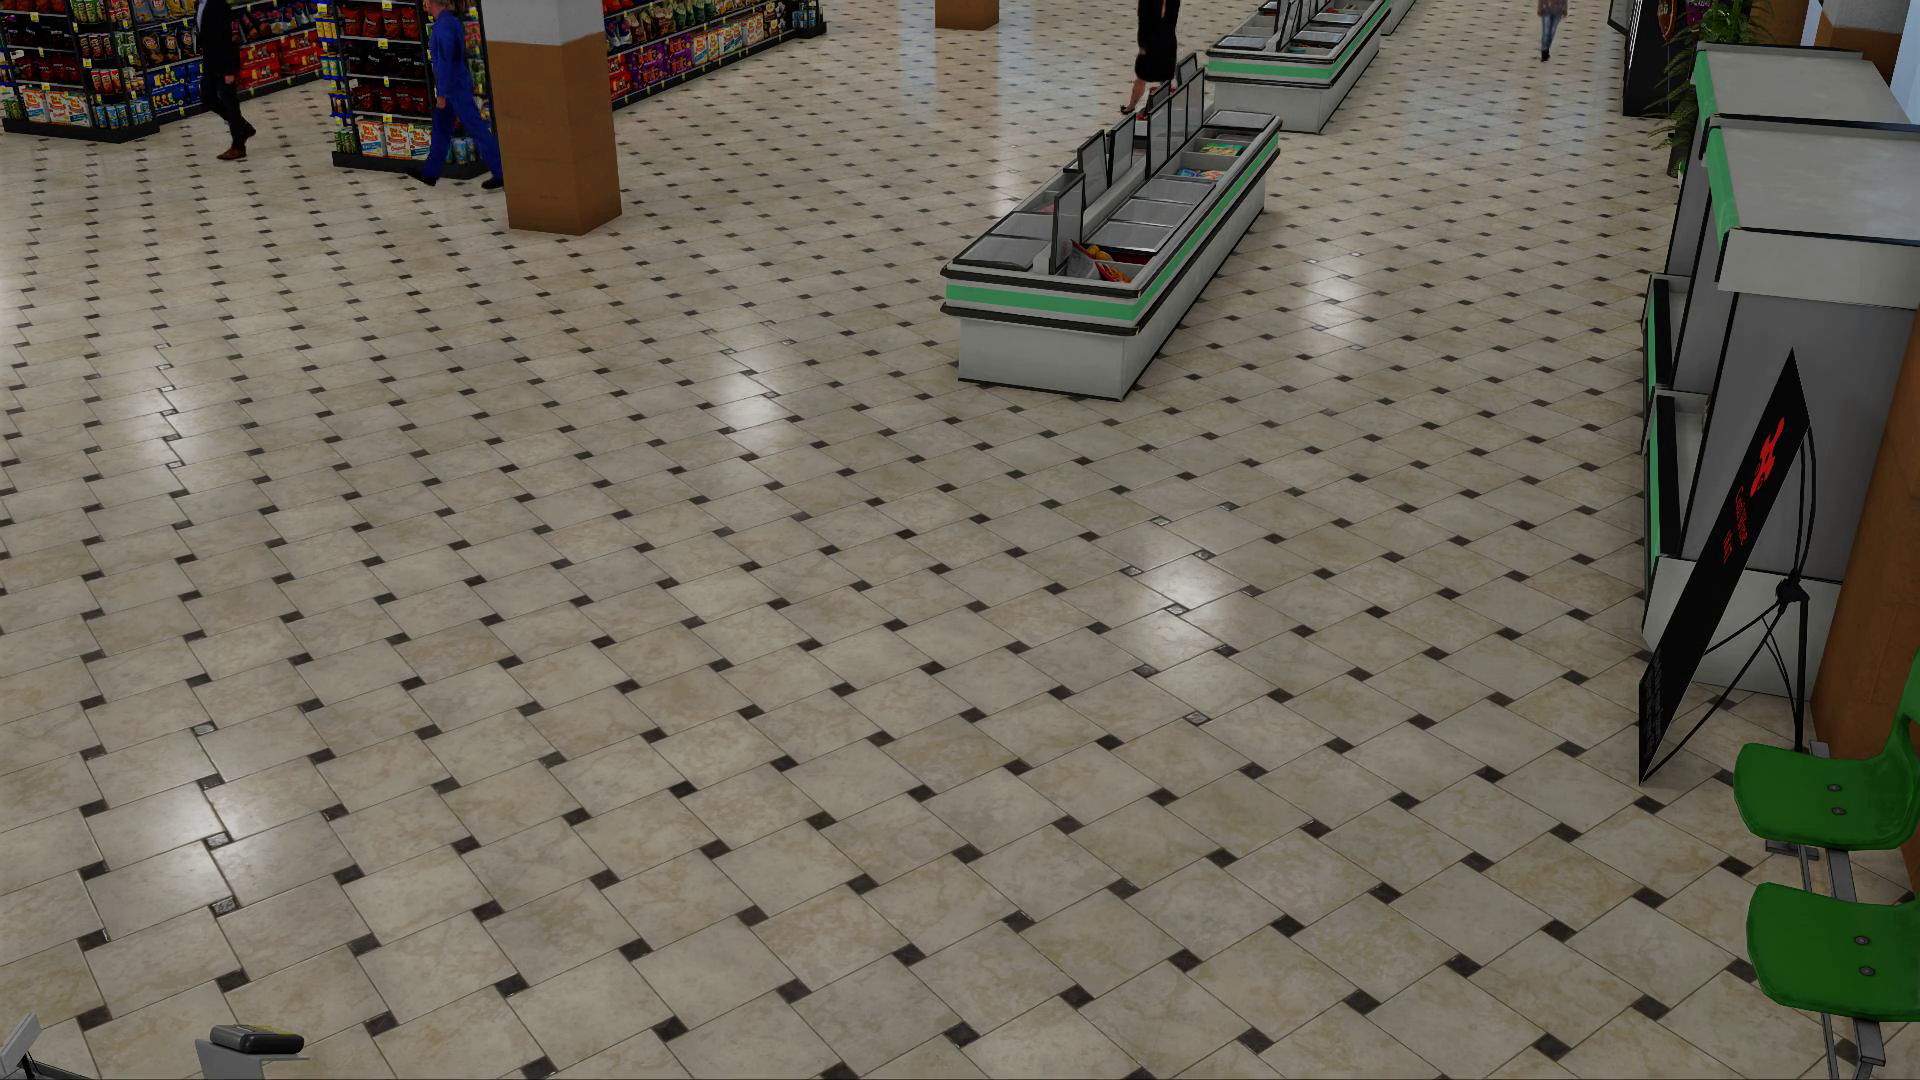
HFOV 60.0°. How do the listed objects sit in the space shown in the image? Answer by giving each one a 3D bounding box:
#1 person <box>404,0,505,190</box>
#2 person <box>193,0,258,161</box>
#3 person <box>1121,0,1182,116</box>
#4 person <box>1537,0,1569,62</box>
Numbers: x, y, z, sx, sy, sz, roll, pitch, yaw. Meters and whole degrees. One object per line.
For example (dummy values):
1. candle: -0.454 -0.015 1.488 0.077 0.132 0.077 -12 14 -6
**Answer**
1. person: -4.391 -3.998 14.840 1.287 1.764 1.278 -8 28 -16
2. person: -7.031 -4.584 15.962 0.833 1.794 0.852 21 34 36
3. person: 2.061 -5.004 16.963 1.073 1.637 1.127 -12 29 -22
4. person: 7.273 -6.497 20.420 0.582 1.174 0.845 5 27 9
